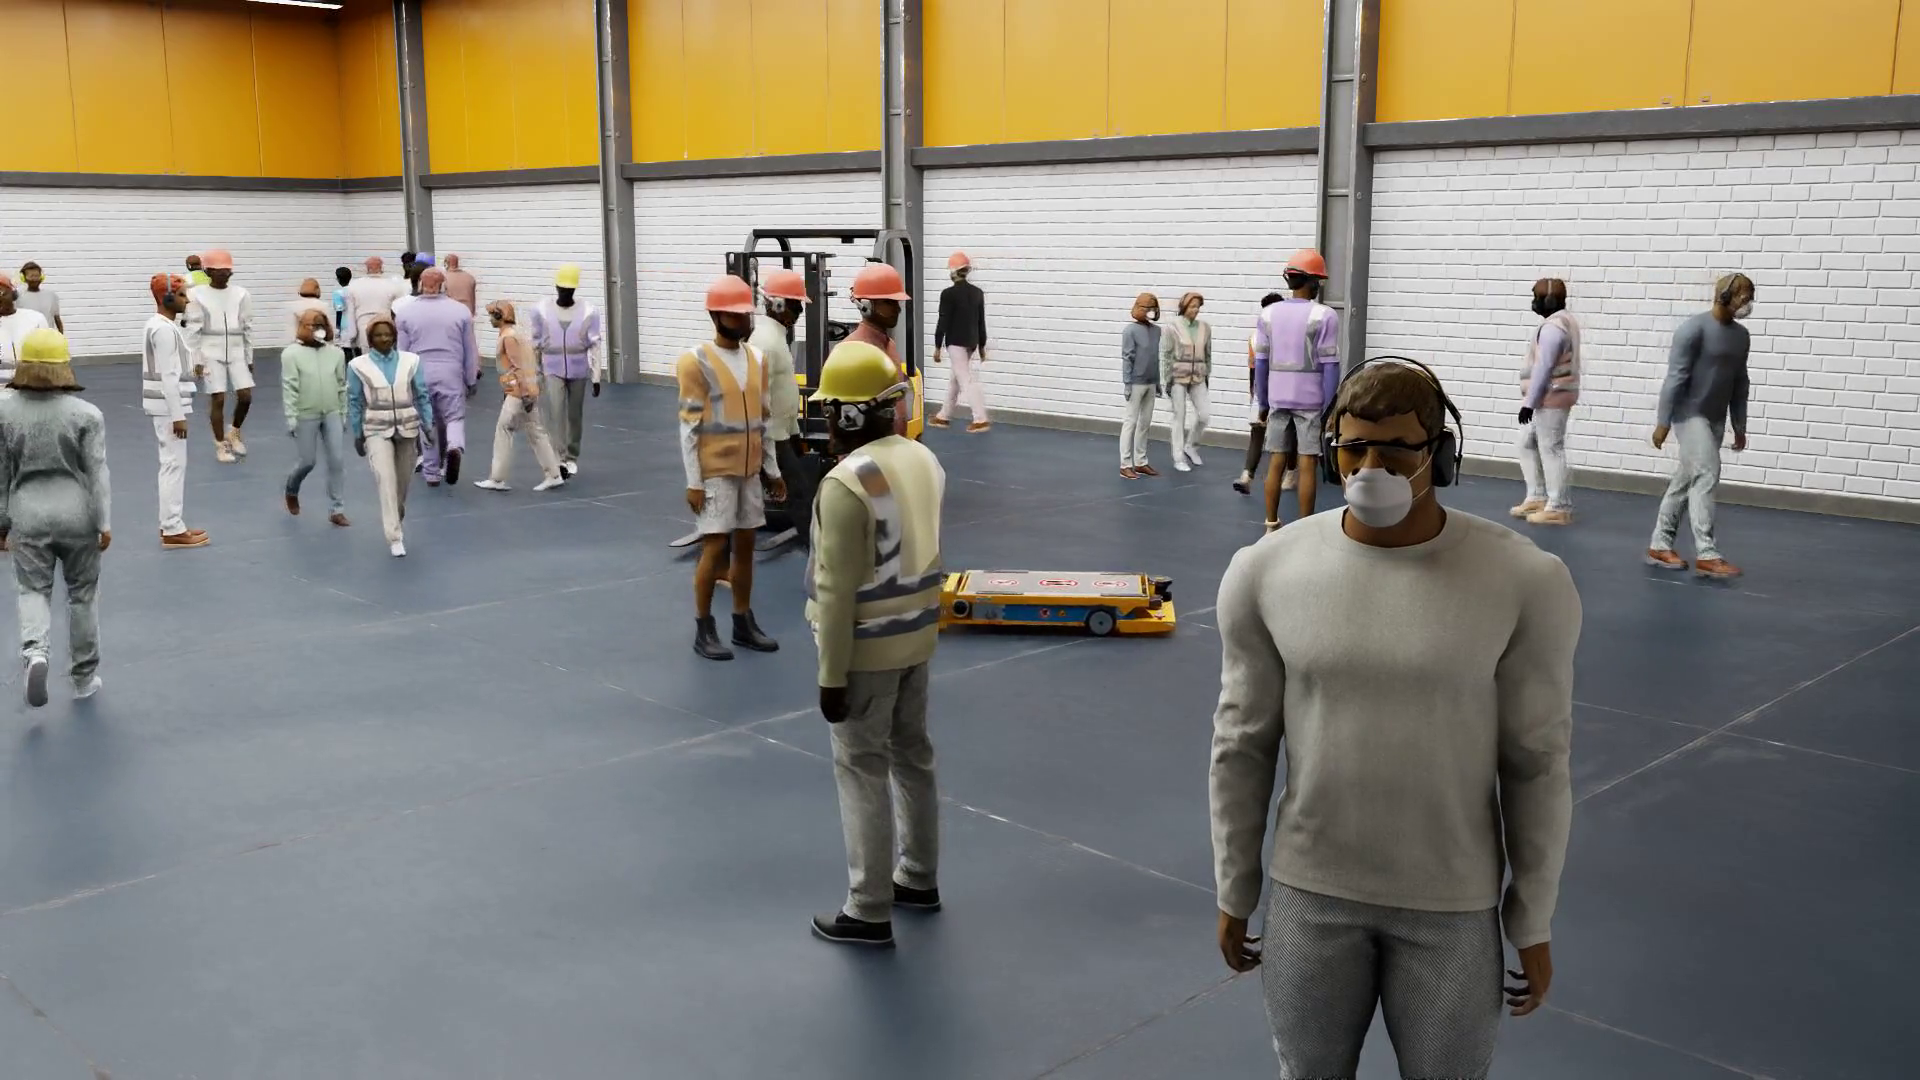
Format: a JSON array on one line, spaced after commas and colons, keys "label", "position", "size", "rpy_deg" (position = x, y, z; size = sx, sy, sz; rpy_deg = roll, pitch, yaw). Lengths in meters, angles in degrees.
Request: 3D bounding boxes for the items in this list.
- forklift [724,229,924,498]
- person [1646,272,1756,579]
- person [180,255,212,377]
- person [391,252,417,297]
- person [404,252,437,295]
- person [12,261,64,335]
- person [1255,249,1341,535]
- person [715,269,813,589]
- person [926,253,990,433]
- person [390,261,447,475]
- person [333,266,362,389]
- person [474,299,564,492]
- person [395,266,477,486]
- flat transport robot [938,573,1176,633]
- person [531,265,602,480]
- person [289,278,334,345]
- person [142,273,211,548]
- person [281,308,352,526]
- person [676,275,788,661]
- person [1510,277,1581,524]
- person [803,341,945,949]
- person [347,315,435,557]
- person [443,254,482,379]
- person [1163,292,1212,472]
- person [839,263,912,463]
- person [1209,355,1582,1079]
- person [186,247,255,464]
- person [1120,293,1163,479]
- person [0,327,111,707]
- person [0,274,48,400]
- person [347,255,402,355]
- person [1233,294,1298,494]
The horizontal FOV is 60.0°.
[{"label": "forklift", "position": [-1.050, -1.319, 12.920], "size": [1.214, 2.155, 2.313], "rpy_deg": [2, 11, 13]}, {"label": "person", "position": [4.732, -0.706, 10.402], "size": [0.680, 1.891, 0.878], "rpy_deg": [-7, 12, -32]}, {"label": "person", "position": [-11.467, -3.365, 25.060], "size": [0.429, 1.837, 0.621], "rpy_deg": [6, 12, 32]}, {"label": "person", "position": [-7.462, -2.955, 22.659], "size": [0.608, 1.905, 1.042], "rpy_deg": [-7, 12, -32]}, {"label": "person", "position": [-6.807, -2.683, 21.124], "size": [0.444, 1.919, 0.610], "rpy_deg": [-8, 13, -38]}, {"label": "person", "position": [-10.183, -2.154, 18.394], "size": [0.665, 1.856, 0.518], "rpy_deg": [9, 14, 41]}, {"label": "person", "position": [2.294, -0.934, 11.236], "size": [0.615, 2.038, 0.395], "rpy_deg": [9, 14, 41]}, {"label": "person", "position": [-1.085, -0.650, 9.986], "size": [1.067, 1.928, 0.627], "rpy_deg": [-1, 10, -4]}, {"label": "person", "position": [-0.002, -2.147, 18.136], "size": [1.010, 1.945, 0.631], "rpy_deg": [9, 14, 42]}, {"label": "person", "position": [-4.753, -1.520, 14.810], "size": [0.587, 1.903, 0.456], "rpy_deg": [-6, 12, -29]}, {"label": "person", "position": [-8.510, -2.948, 23.149], "size": [0.320, 1.698, 0.538], "rpy_deg": [4, 11, 19]}, {"label": "person", "position": [-3.704, -1.189, 13.816], "size": [0.809, 1.601, 0.535], "rpy_deg": [-1, 10, -7]}, {"label": "person", "position": [-4.380, -1.347, 13.962], "size": [0.646, 1.879, 0.737], "rpy_deg": [-3, 11, -15]}, {"label": "flat transport robot", "position": [0.459, 0.330, 9.173], "size": [1.431, 0.197, 0.652], "rpy_deg": [1, 10, 5]}, {"label": "person", "position": [-3.439, -1.455, 14.549], "size": [0.607, 1.864, 1.006], "rpy_deg": [-2, 11, -13]}, {"label": "person", "position": [-7.861, -2.375, 20.277], "size": [0.493, 1.602, 0.721], "rpy_deg": [1, 10, 5]}, {"label": "person", "position": [-5.424, -0.888, 11.437], "size": [0.345, 1.879, 0.582], "rpy_deg": [-5, 12, -27]}, {"label": "person", "position": [-4.780, -0.910, 12.285], "size": [0.595, 1.616, 0.498], "rpy_deg": [10, 14, 42]}, {"label": "person", "position": [-1.155, -0.370, 8.449], "size": [0.364, 1.939, 0.550], "rpy_deg": [9, 14, 41]}, {"label": "person", "position": [4.285, -1.019, 12.302], "size": [0.585, 1.822, 0.622], "rpy_deg": [5, 11, 23]}, {"label": "person", "position": [-0.268, 0.315, 5.036], "size": [0.403, 1.823, 0.597], "rpy_deg": [5, 12, 28]}, {"label": "person", "position": [-3.889, -0.735, 11.335], "size": [0.514, 1.608, 0.818], "rpy_deg": [-7, 12, -33]}, {"label": "person", "position": [-7.445, -3.313, 24.708], "size": [0.644, 1.865, 0.967], "rpy_deg": [-8, 13, -39]}, {"label": "person", "position": [2.057, -1.423, 15.030], "size": [0.528, 1.627, 0.364], "rpy_deg": [-4, 11, -20]}, {"label": "person", "position": [-0.424, -0.392, 8.409], "size": [0.397, 1.992, 0.623], "rpy_deg": [3, 11, 17]}, {"label": "person", "position": [0.754, 0.636, 2.996], "size": [0.630, 1.934, 0.365], "rpy_deg": [4, 11, 21]}, {"label": "person", "position": [-6.883, -1.716, 15.564], "size": [0.609, 2.027, 0.421], "rpy_deg": [-9, 14, -42]}, {"label": "person", "position": [1.613, -1.361, 14.679], "size": [0.278, 1.631, 0.505], "rpy_deg": [10, 14, 43]}, {"label": "person", "position": [-4.084, -0.089, 7.483], "size": [0.492, 1.721, 0.616], "rpy_deg": [-4, 11, -19]}, {"label": "person", "position": [-7.569, -1.208, 13.320], "size": [0.566, 1.830, 1.007], "rpy_deg": [-8, 13, -38]}, {"label": "person", "position": [-7.077, -2.513, 20.249], "size": [0.676, 1.888, 0.438], "rpy_deg": [-1, 10, -6]}, {"label": "person", "position": [2.557, -1.179, 13.613], "size": [0.544, 1.639, 0.912], "rpy_deg": [6, 12, 29]}]
